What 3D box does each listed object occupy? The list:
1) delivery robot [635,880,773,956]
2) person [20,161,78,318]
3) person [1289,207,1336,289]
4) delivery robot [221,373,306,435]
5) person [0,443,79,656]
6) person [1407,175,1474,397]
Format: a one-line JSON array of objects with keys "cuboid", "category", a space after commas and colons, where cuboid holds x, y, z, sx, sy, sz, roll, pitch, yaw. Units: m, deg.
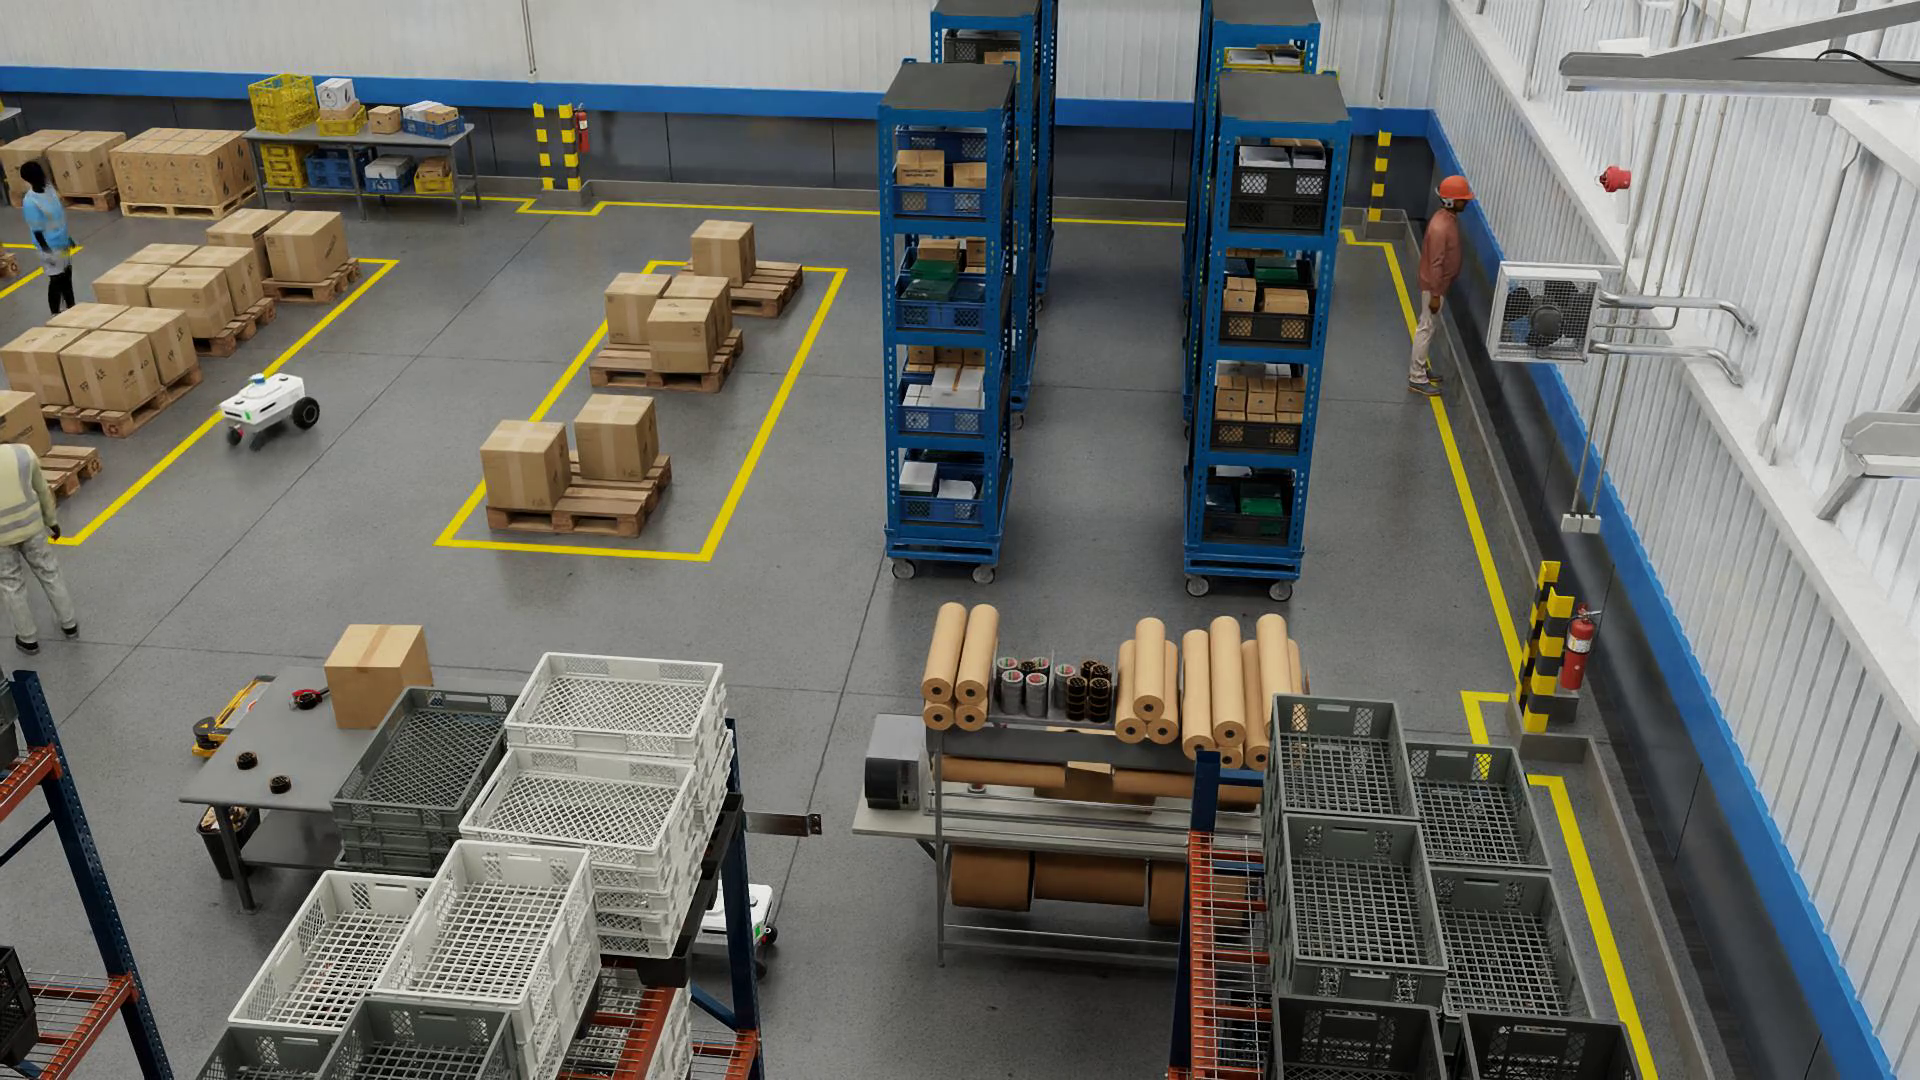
[{"cuboid": [-1.361, 1.987, 8.863, 0.707, 0.478, 0.477, 3, 30, 6], "category": "delivery robot"}, {"cuboid": [-8.838, -2.872, 16.199, 0.317, 1.672, 0.597, -1, 30, -2], "category": "person"}, {"cuboid": [3.509, -3.098, 16.637, 0.545, 1.618, 0.553, 16, 34, 25], "category": "person"}, {"cuboid": [-5.995, -1.193, 14.325, 0.477, 0.478, 0.707, 13, 33, 21], "category": "delivery robot"}, {"cuboid": [-6.423, -0.080, 11.244, 0.600, 1.827, 0.404, -25, 39, -36], "category": "person"}, {"cuboid": [4.279, -2.288, 14.875, 0.377, 1.995, 0.608, 10, 32, 16], "category": "person"}]
